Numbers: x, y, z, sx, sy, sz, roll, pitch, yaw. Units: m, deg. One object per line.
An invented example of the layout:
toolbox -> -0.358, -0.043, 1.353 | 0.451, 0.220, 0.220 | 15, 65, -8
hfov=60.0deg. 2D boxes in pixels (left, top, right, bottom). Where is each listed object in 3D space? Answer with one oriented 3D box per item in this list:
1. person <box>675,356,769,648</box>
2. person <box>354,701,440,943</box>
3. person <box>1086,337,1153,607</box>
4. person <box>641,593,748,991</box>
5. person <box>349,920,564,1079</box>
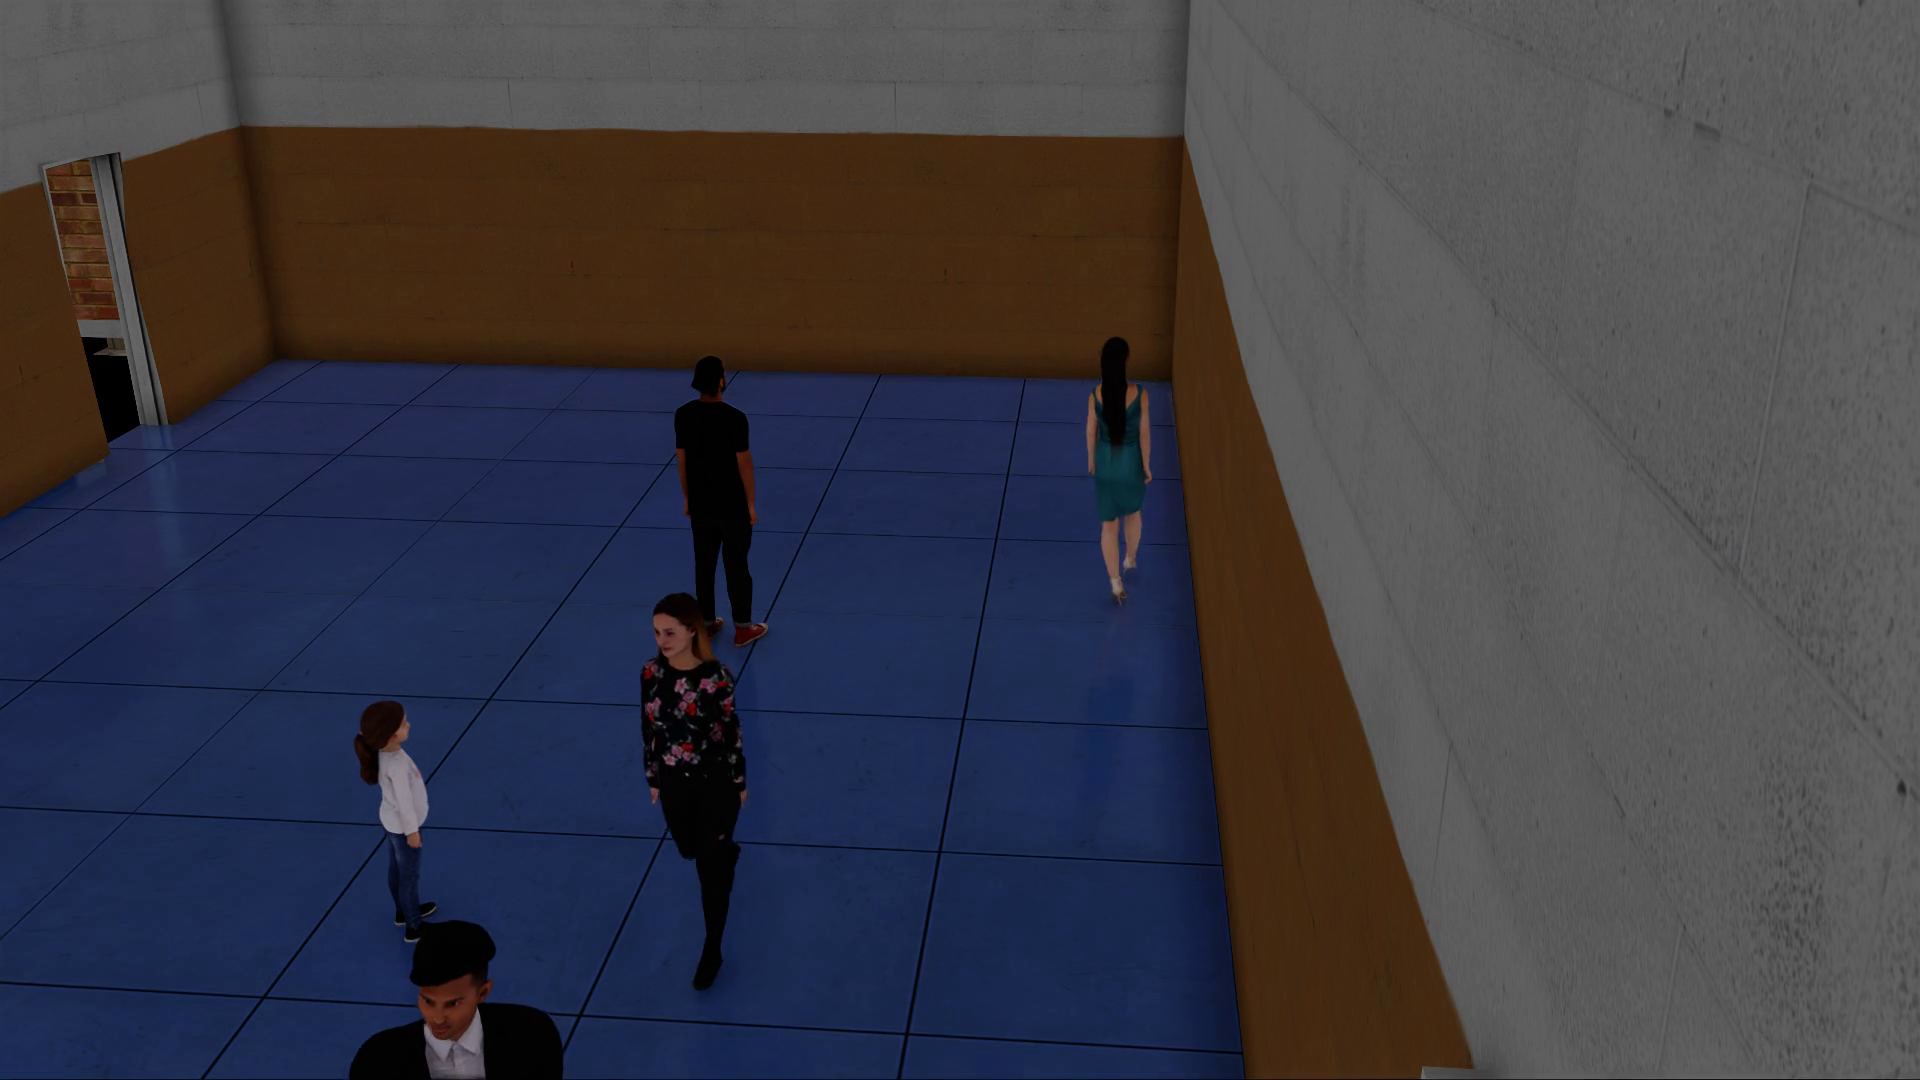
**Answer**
person -> -1.412, -0.222, 9.734 | 0.589, 1.758, 0.738 | 7, 23, 17
person -> -2.395, 1.181, 7.112 | 0.579, 1.110, 0.528 | -12, 25, -28
person -> 0.965, -0.385, 10.272 | 0.786, 1.660, 0.646 | 3, 22, 9
person -> -1.062, 0.965, 6.919 | 0.985, 1.655, 0.766 | 5, 23, 13
person -> -1.305, 1.817, 4.501 | 0.663, 1.877, 0.831 | -8, 23, -18
